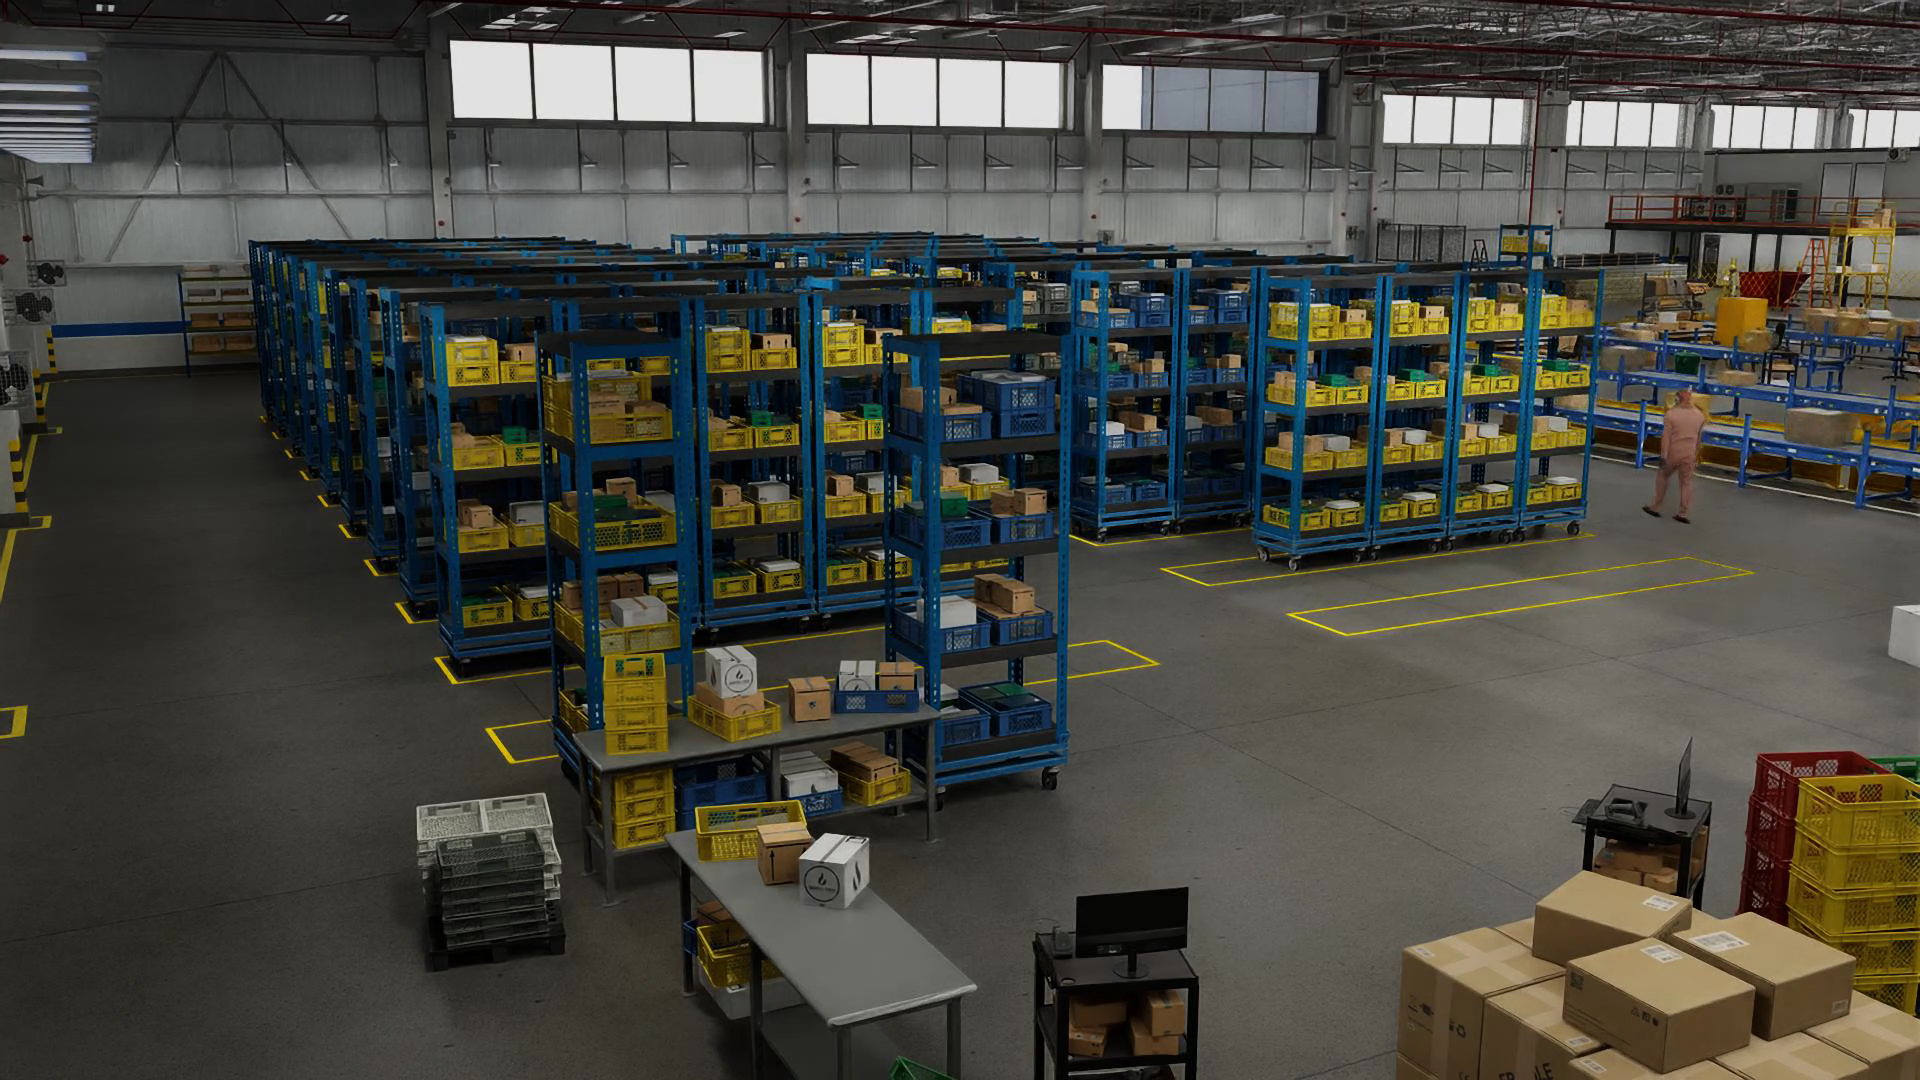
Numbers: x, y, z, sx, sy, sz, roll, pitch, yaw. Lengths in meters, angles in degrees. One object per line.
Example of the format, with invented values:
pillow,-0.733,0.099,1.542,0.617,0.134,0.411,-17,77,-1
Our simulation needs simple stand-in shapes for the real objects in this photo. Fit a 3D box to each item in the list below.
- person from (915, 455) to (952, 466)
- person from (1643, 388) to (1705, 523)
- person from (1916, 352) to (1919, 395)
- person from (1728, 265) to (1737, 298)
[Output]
person,-0.428,-1.093,22.635,0.638,2.026,0.566,-6,13,-26
person,10.133,-1.224,23.590,0.680,1.868,0.894,-2,12,-9
person,21.869,-4.063,37.488,0.611,1.614,0.513,-4,13,-16
person,28.901,-9.431,62.319,0.311,1.736,0.484,5,13,21
